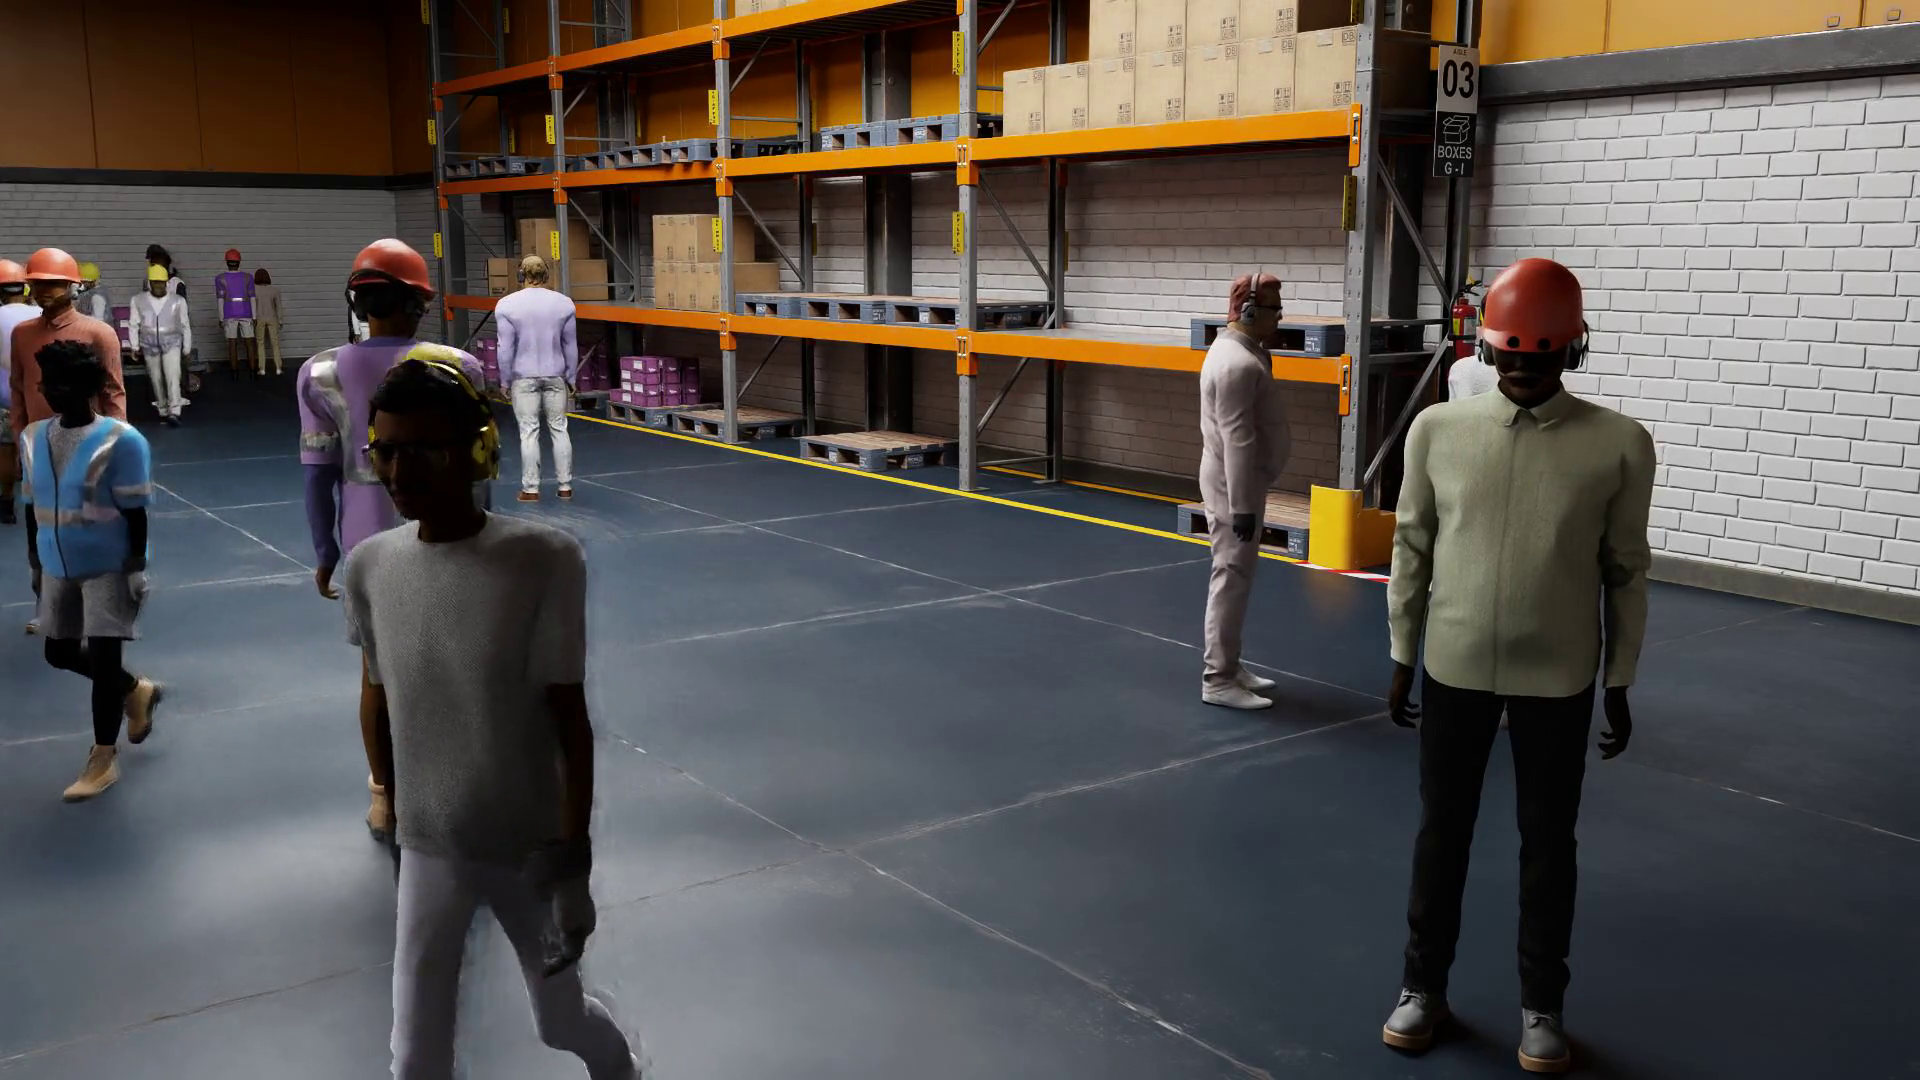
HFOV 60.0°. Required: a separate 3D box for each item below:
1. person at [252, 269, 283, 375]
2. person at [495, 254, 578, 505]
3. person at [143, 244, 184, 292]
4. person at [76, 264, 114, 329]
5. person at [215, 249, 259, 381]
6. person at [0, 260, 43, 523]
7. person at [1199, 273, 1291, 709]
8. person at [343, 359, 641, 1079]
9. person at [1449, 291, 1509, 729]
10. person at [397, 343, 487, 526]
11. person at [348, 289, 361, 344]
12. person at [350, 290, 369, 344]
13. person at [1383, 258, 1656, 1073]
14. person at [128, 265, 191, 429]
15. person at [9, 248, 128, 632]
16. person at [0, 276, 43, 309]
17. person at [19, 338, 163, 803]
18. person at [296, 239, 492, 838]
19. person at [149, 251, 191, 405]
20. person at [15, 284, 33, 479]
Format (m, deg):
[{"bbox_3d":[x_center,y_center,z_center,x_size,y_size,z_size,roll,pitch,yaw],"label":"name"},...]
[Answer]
[{"bbox_3d":[-10.710,-3.359,25.641,0.507,1.632,0.275,-6,12,-29],"label":"person"},{"bbox_3d":[-3.276,-1.241,12.927,0.632,1.938,0.359,-5,12,-28],"label":"person"},{"bbox_3d":[-11.602,-3.321,24.292,0.660,2.000,0.708,3,11,16],"label":"person"},{"bbox_3d":[-10.302,-2.390,19.824,0.405,1.785,0.662,-6,12,-29],"label":"person"},{"bbox_3d":[-10.646,-3.308,24.505,0.542,1.939,0.362,-5,11,-26],"label":"person"},{"bbox_3d":[-6.719,-1.038,11.905,0.561,1.894,0.934,-9,13,-40],"label":"person"},{"bbox_3d":[1.242,-0.210,7.287,0.399,1.896,0.648,1,10,8],"label":"person"},{"bbox_3d":[-0.878,0.553,3.197,0.519,1.835,0.909,1,10,8],"label":"person"},{"bbox_3d":[2.263,-0.145,6.969,0.328,1.876,0.513,-8,13,-38],"label":"person"},{"bbox_3d":[-1.634,0.253,5.224,0.360,1.703,0.669,1,10,4],"label":"person"},{"bbox_3d":[-7.433,-2.627,21.031,0.673,1.816,0.431,2,10,13],"label":"person"},{"bbox_3d":[-7.302,-2.618,20.800,0.572,1.883,0.356,-8,13,-36],"label":"person"},{"bbox_3d":[1.348,0.313,4.088,0.609,1.986,0.390,4,11,23],"label":"person"},{"bbox_3d":[-8.792,-2.120,18.284,0.598,1.779,0.949,-3,11,-18],"label":"person"},{"bbox_3d":[-4.623,-0.502,8.621,0.617,1.996,0.377,1,10,7],"label":"person"},{"bbox_3d":[-11.543,-2.442,20.502,0.377,1.619,0.544,9,14,42],"label":"person"},{"bbox_3d":[-3.226,0.084,6.225,0.548,1.681,0.652,2,10,12],"label":"person"},{"bbox_3d":[-1.904,0.004,5.689,0.609,2.034,0.404,-2,10,-11],"label":"person"},{"bbox_3d":[-9.886,-2.635,20.787,0.590,1.920,0.391,4,11,23],"label":"person"},{"bbox_3d":[-7.827,-1.315,13.965,0.537,1.719,0.878,-4,11,-23],"label":"person"}]
